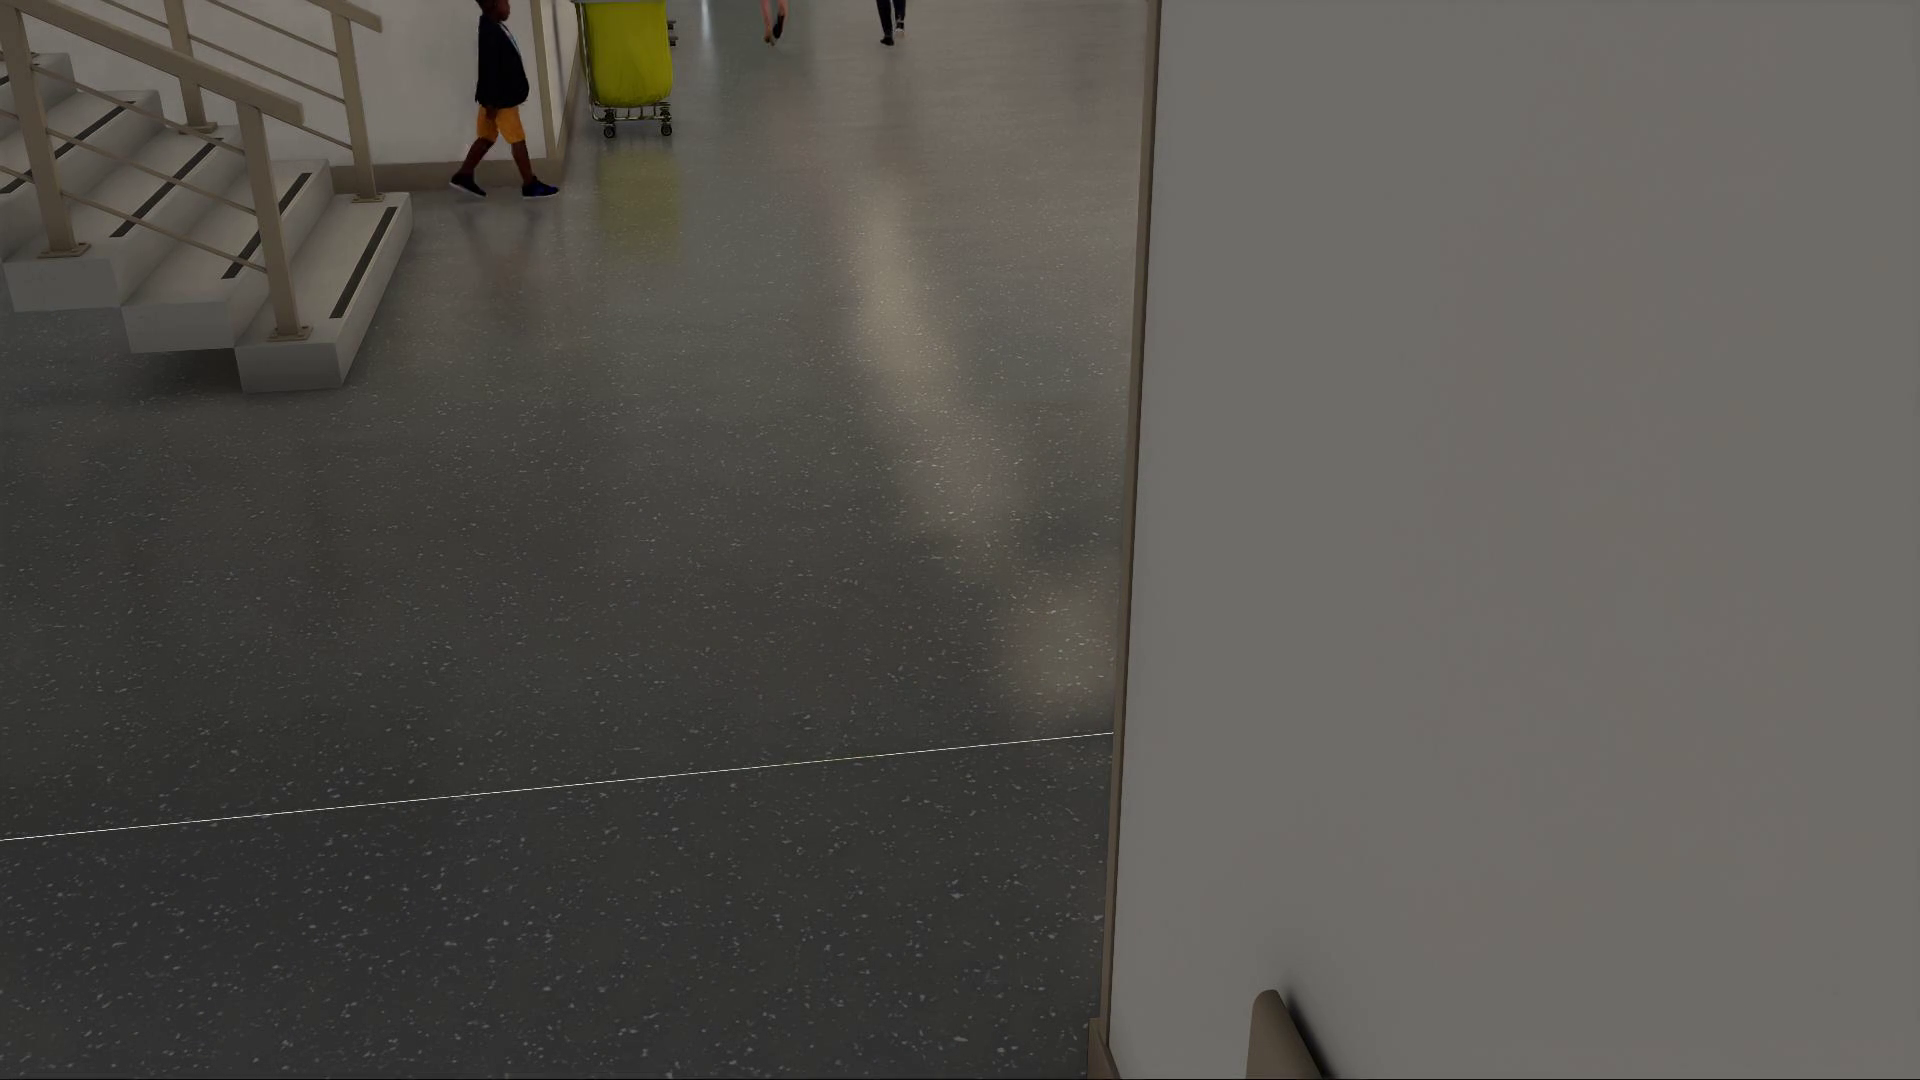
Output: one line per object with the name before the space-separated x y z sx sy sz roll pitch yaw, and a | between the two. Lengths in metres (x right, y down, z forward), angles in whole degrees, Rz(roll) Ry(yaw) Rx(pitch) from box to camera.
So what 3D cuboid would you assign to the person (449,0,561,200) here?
person | -2.740 -2.581 9.606 0.873 1.249 0.609 -9 27 -17
